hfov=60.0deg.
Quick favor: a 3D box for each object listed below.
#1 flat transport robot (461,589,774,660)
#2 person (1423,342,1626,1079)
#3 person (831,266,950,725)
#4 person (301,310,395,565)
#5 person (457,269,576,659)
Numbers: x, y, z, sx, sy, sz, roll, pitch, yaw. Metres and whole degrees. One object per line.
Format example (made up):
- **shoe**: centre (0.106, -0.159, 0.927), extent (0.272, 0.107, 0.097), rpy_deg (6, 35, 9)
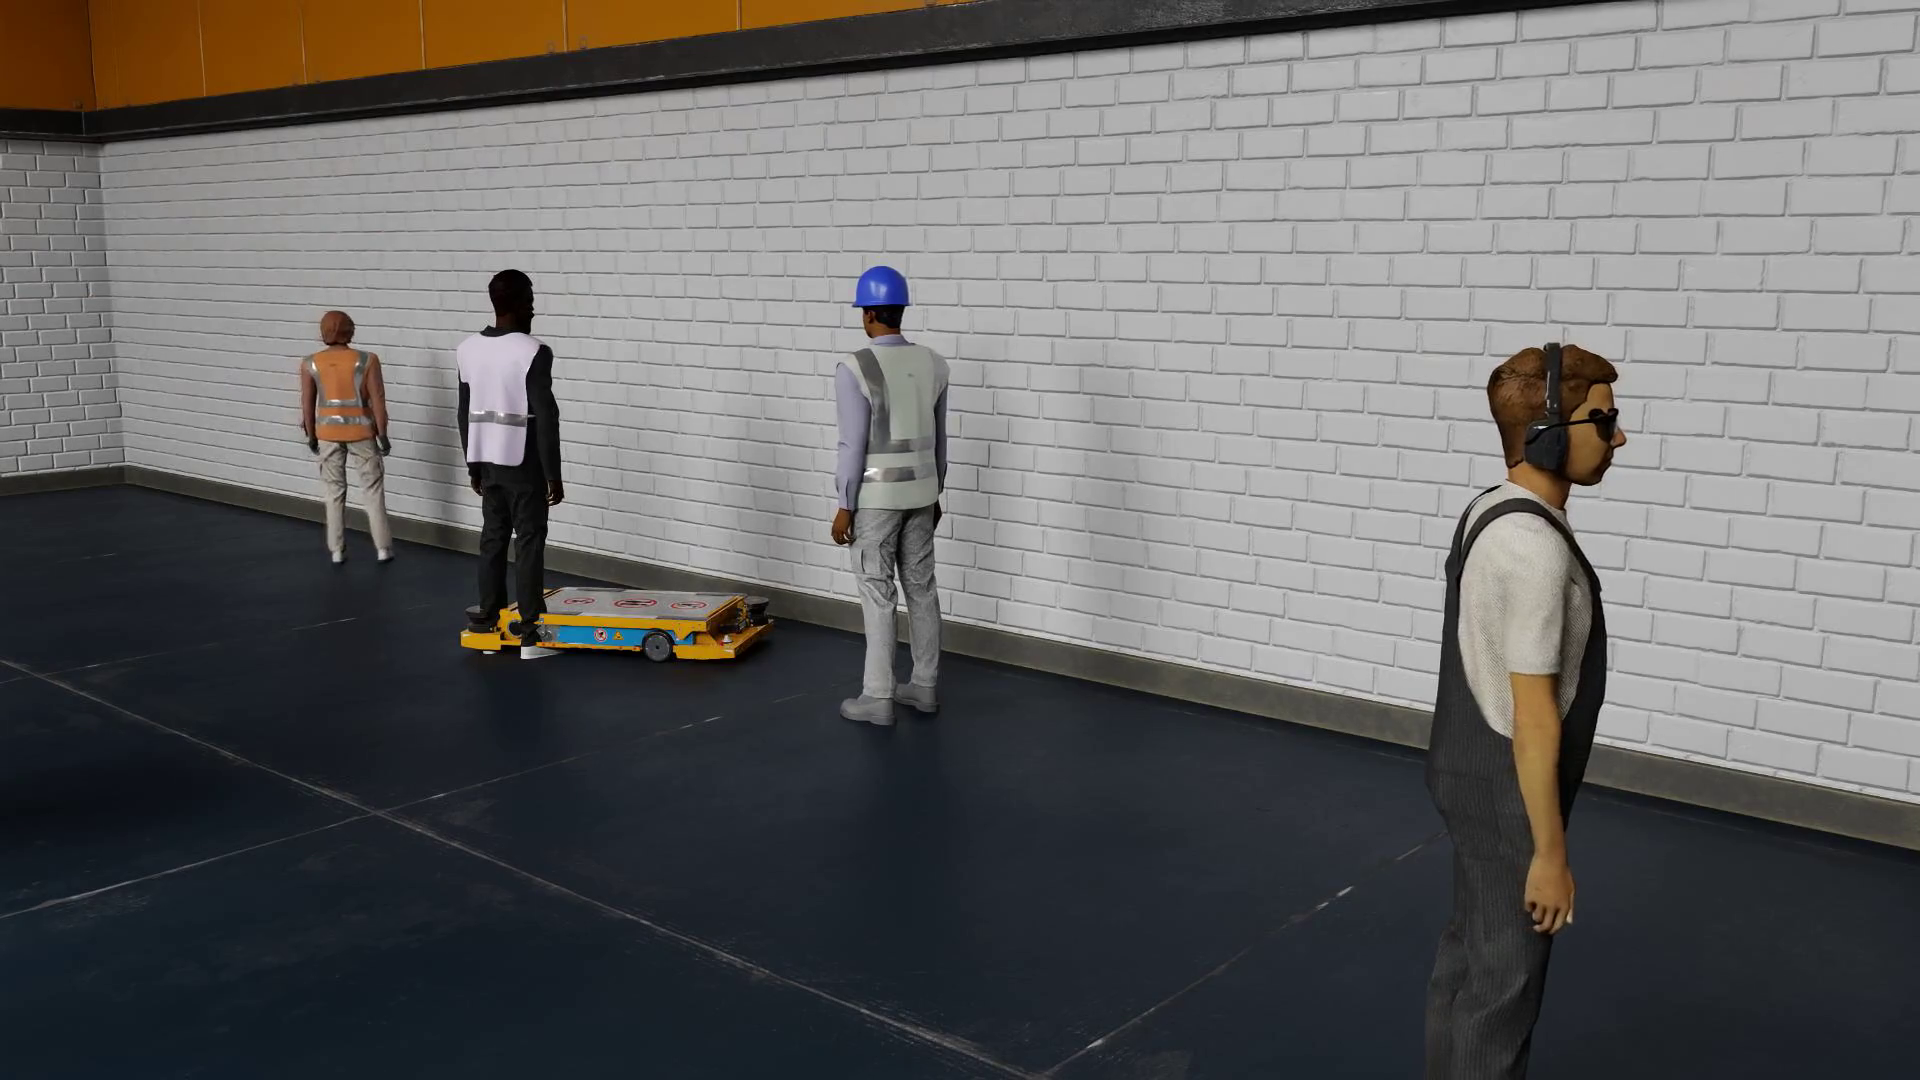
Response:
- **flat transport robot**: centre (-1.730, 0.412, 8.469), extent (1.431, 0.197, 0.652), rpy_deg (2, 10, 11)
- **person**: centre (1.097, 0.538, 3.272), extent (0.350, 1.847, 0.506), rpy_deg (1, 10, 8)
- **person**: centre (-0.307, -0.189, 7.119), extent (0.614, 1.945, 0.404), rpy_deg (-10, 14, -44)
- **person**: centre (-3.919, -0.645, 10.626), extent (0.545, 1.632, 0.349), rpy_deg (-1, 10, -4)
- **person**: centre (-2.216, -0.367, 8.220), extent (0.596, 1.917, 0.374), rpy_deg (6, 11, 29)
